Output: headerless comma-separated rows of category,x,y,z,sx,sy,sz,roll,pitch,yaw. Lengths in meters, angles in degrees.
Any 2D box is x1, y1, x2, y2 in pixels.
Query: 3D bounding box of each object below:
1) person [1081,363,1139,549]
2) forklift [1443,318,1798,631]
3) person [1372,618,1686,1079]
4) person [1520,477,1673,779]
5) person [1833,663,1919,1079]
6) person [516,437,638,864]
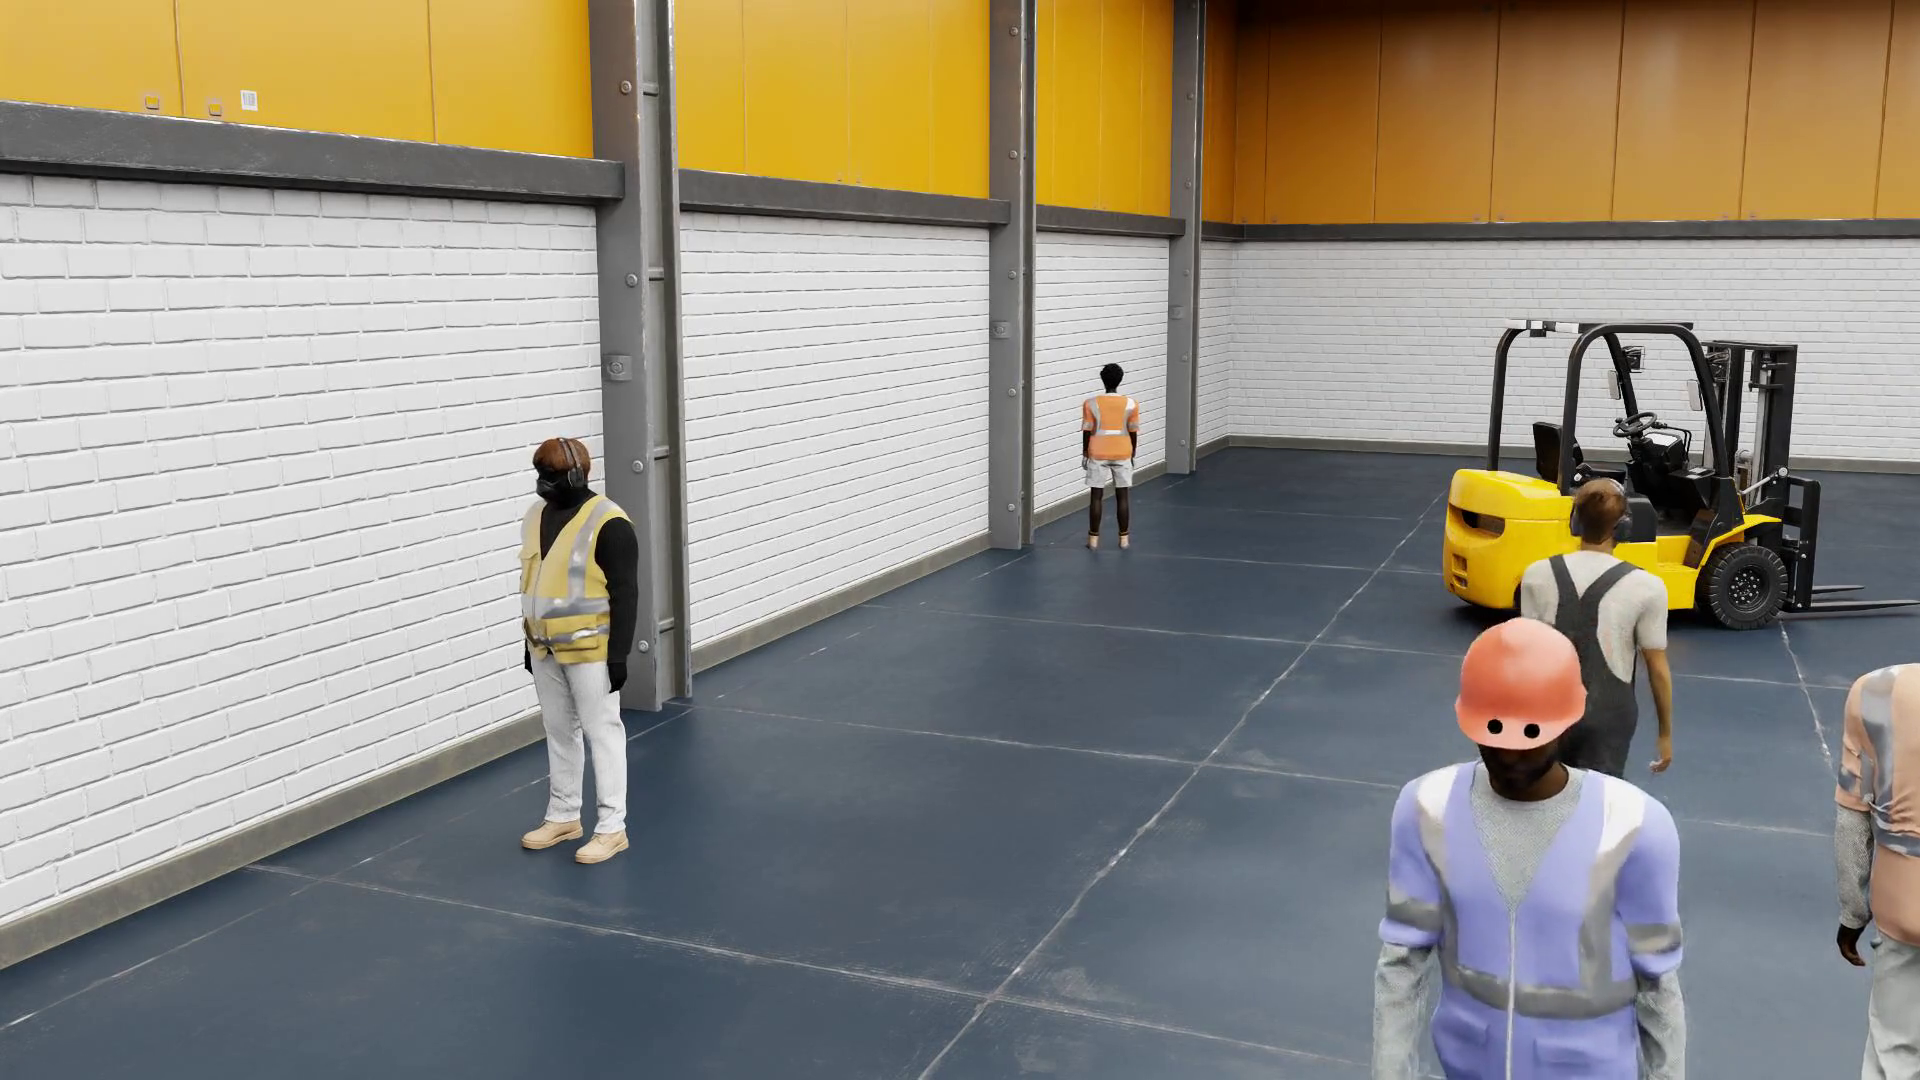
person,1.356,-0.753,15.079,0.530,1.690,0.320,-1,9,-4
forklift,4.706,-0.497,11.990,2.313,2.155,1.214,-2,10,-10
person,1.075,1.087,3.262,0.576,1.900,0.767,7,11,35
person,2.355,0.665,6.149,0.538,1.796,0.949,8,12,39
person,2.464,0.939,4.095,0.367,1.927,0.590,-9,13,-42
person,-1.676,0.471,7.193,0.634,1.841,0.429,6,11,34
